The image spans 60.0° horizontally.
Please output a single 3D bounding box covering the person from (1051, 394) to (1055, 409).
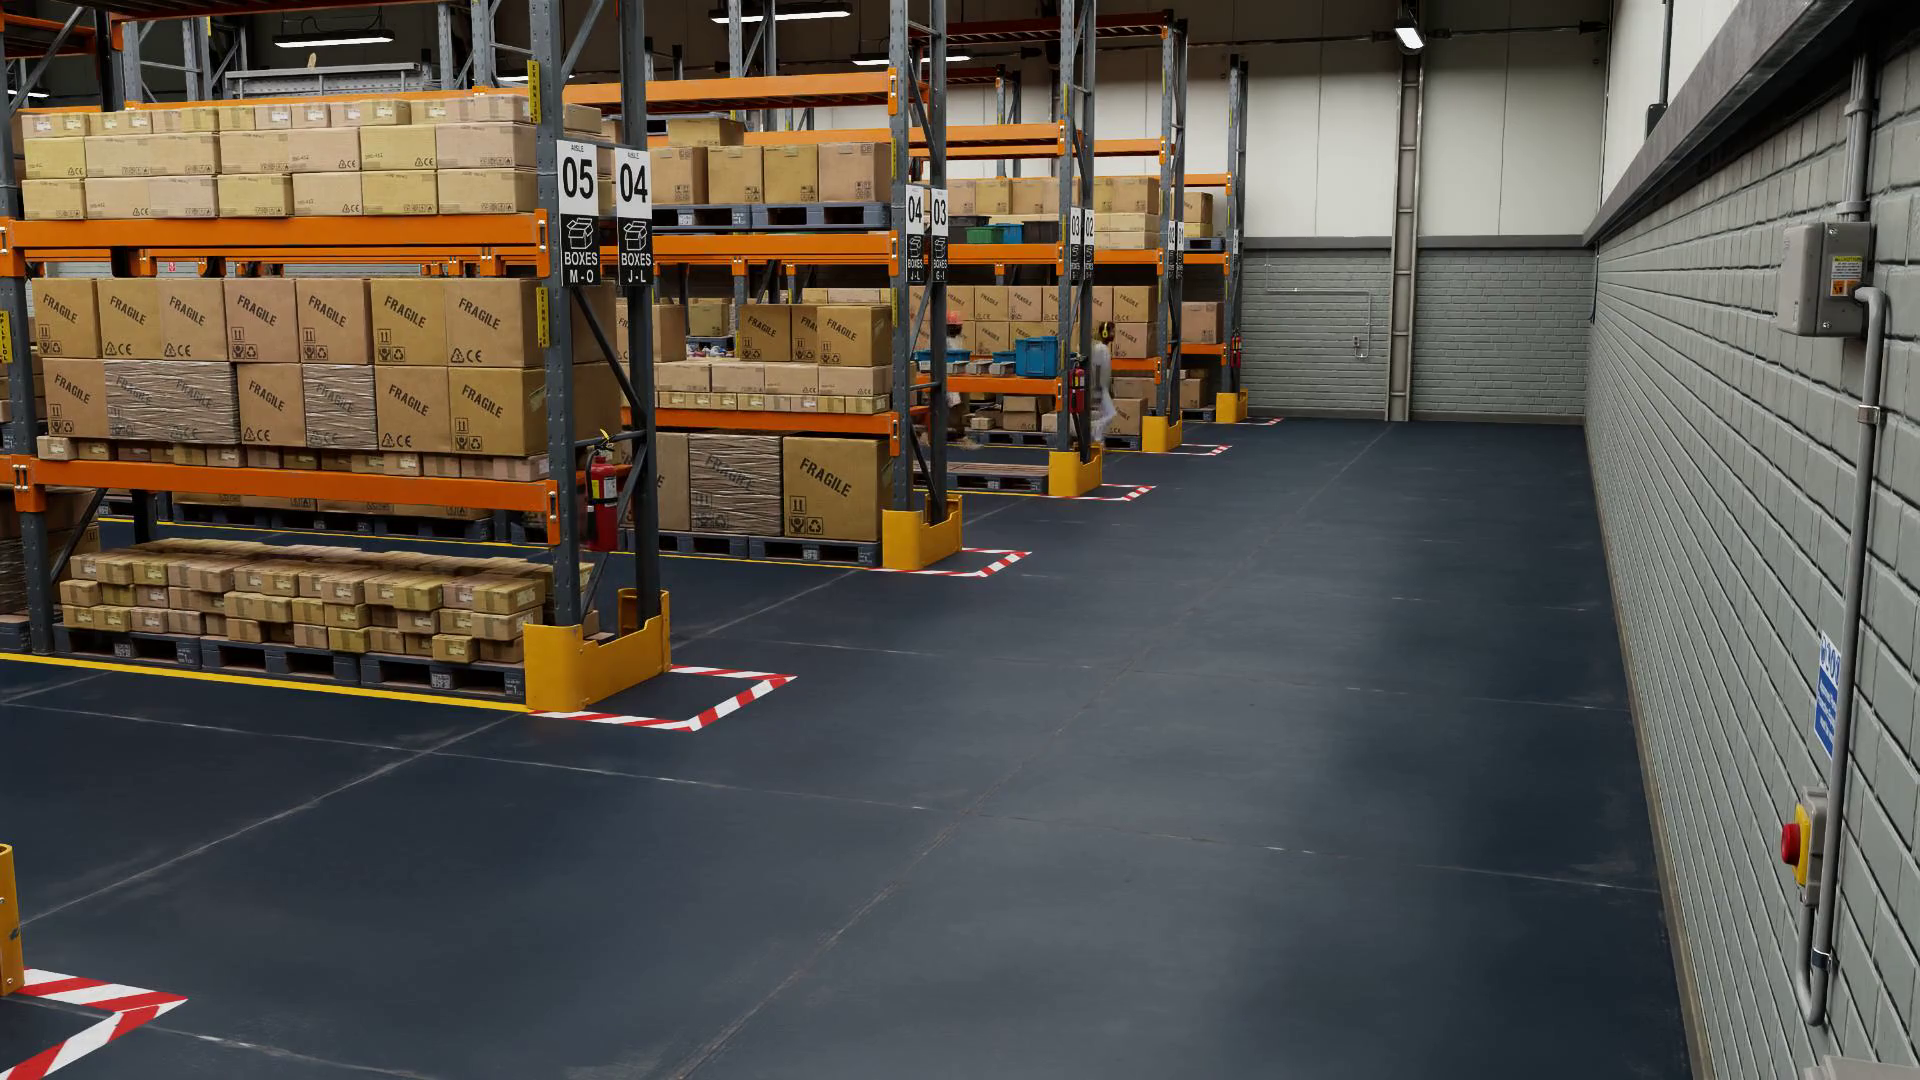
[{"bbox_3d":[1.634,-2.589,25.944,0.543,1.890,0.675,5,10,29],"label":"person"}]

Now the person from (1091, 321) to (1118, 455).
[{"bbox_3d":[2.003,-2.068,22.821,0.440,1.850,0.550,3,9,15],"label":"person"}]

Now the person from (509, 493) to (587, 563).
[{"bbox_3d":[-2.821,-0.278,11.566,0.763,1.882,0.661,5,10,27],"label":"person"}]

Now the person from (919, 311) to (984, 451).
[{"bbox_3d":[-0.173,-2.251,23.570,1.044,1.995,0.616,3,10,19],"label":"person"}]
